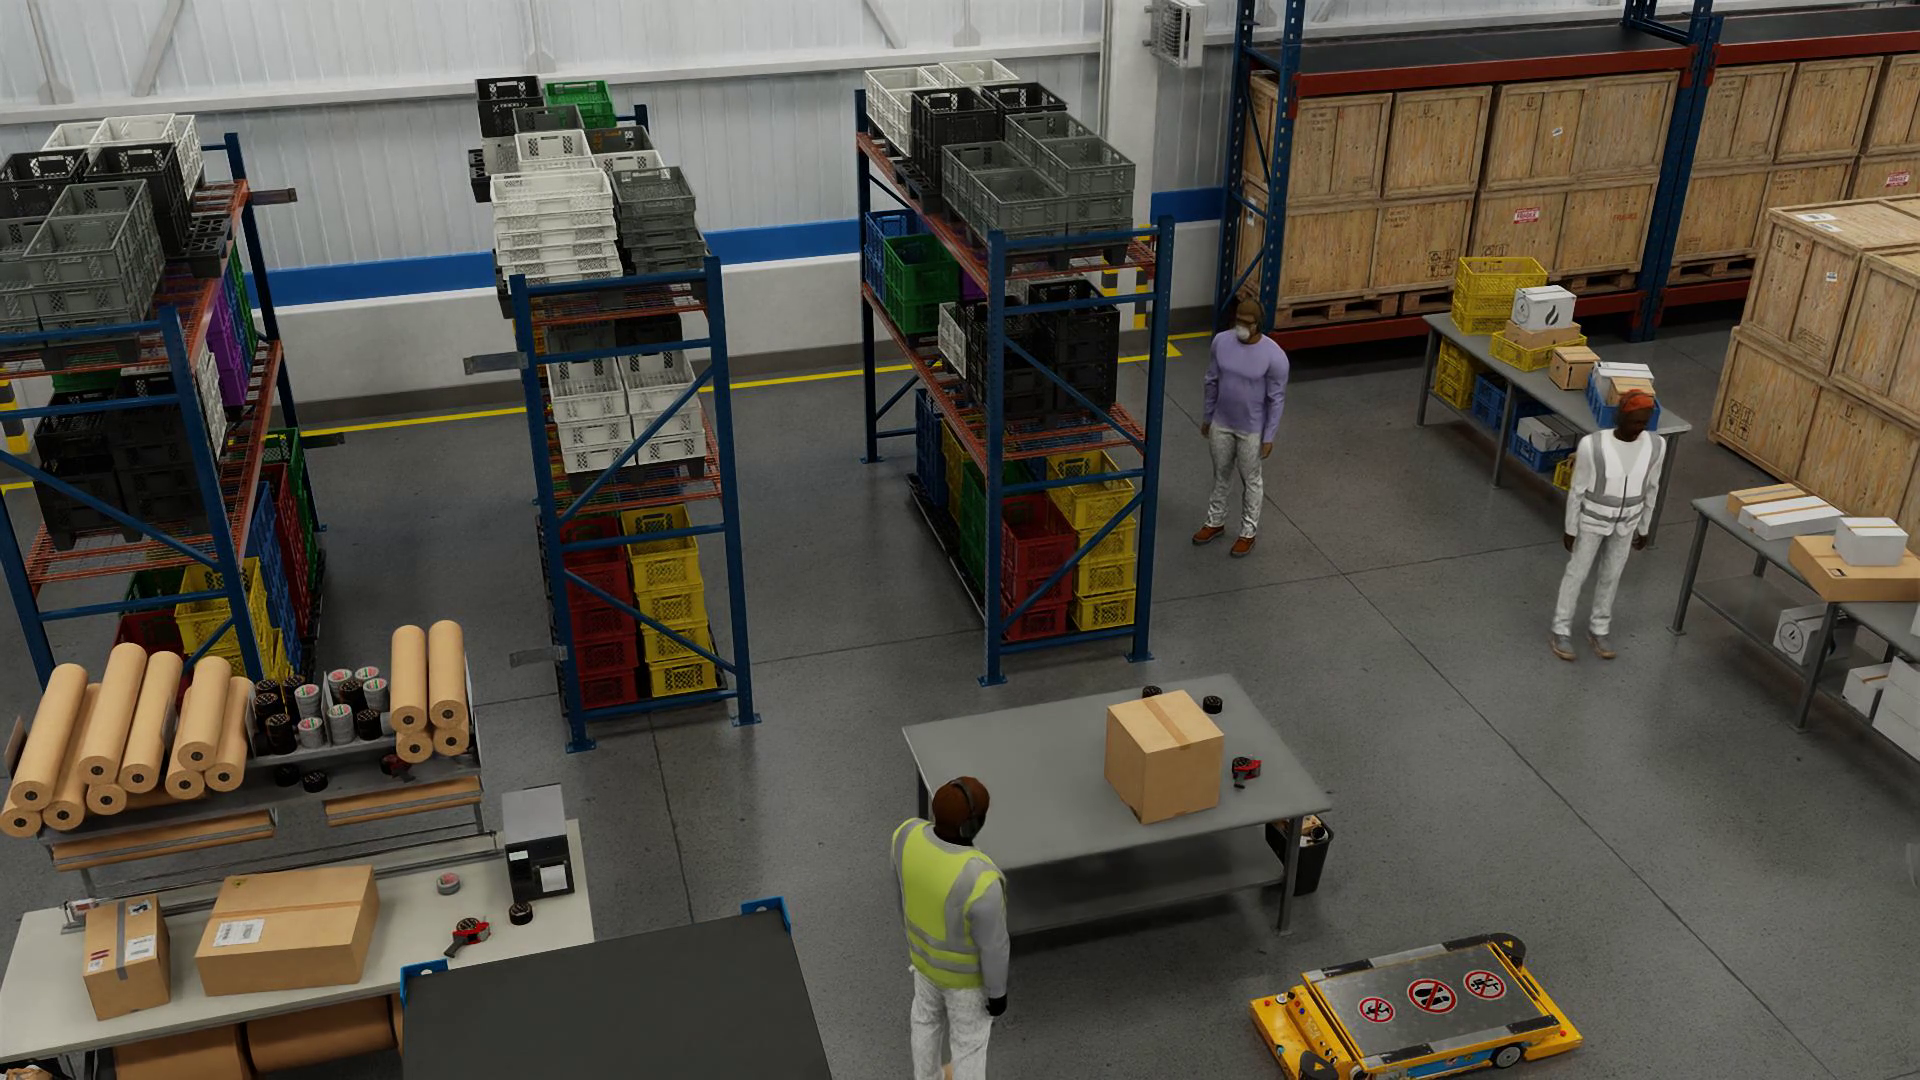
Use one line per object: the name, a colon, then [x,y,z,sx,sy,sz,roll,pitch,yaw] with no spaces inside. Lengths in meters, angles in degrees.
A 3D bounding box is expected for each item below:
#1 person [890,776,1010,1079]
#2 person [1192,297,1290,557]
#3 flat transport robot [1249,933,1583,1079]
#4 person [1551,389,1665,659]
person: [-0.009,1.805,7.231,0.429,1.839,0.634,-24,37,-37]
person: [2.000,-0.815,11.897,0.631,1.940,0.372,22,35,34]
flat transport robot: [2.184,2.282,7.980,1.431,0.197,0.652,-8,30,-14]
person: [4.144,-0.097,10.656,0.564,1.880,0.357,-1,29,-2]
